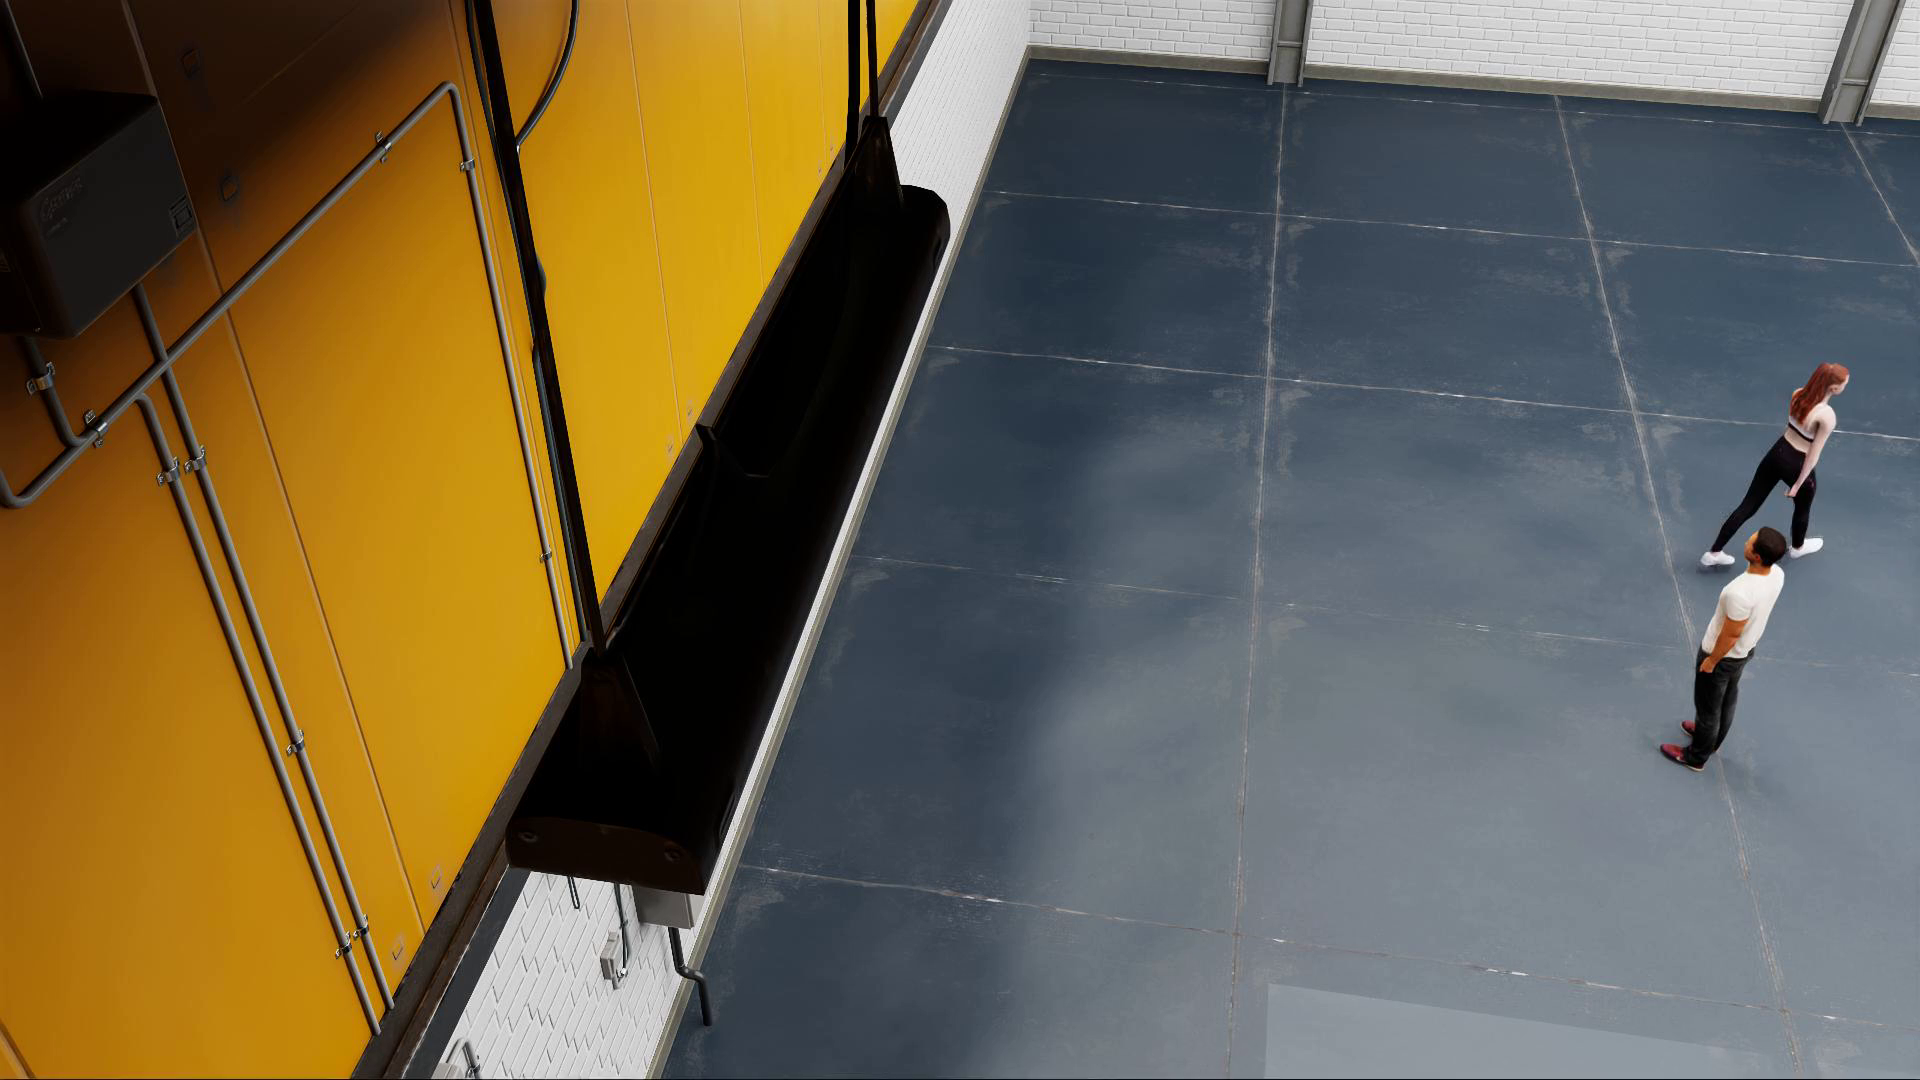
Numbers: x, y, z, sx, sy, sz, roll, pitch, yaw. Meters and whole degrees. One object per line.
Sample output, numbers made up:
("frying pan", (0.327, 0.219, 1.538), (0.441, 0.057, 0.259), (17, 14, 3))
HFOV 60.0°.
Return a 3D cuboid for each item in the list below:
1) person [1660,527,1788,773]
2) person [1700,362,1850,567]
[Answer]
("person", (4.713, 0.663, 10.163), (0.718, 1.802, 0.744), (-30, 47, -32))
("person", (5.712, -0.475, 11.674), (1.247, 1.694, 0.958), (-11, 40, -13))
